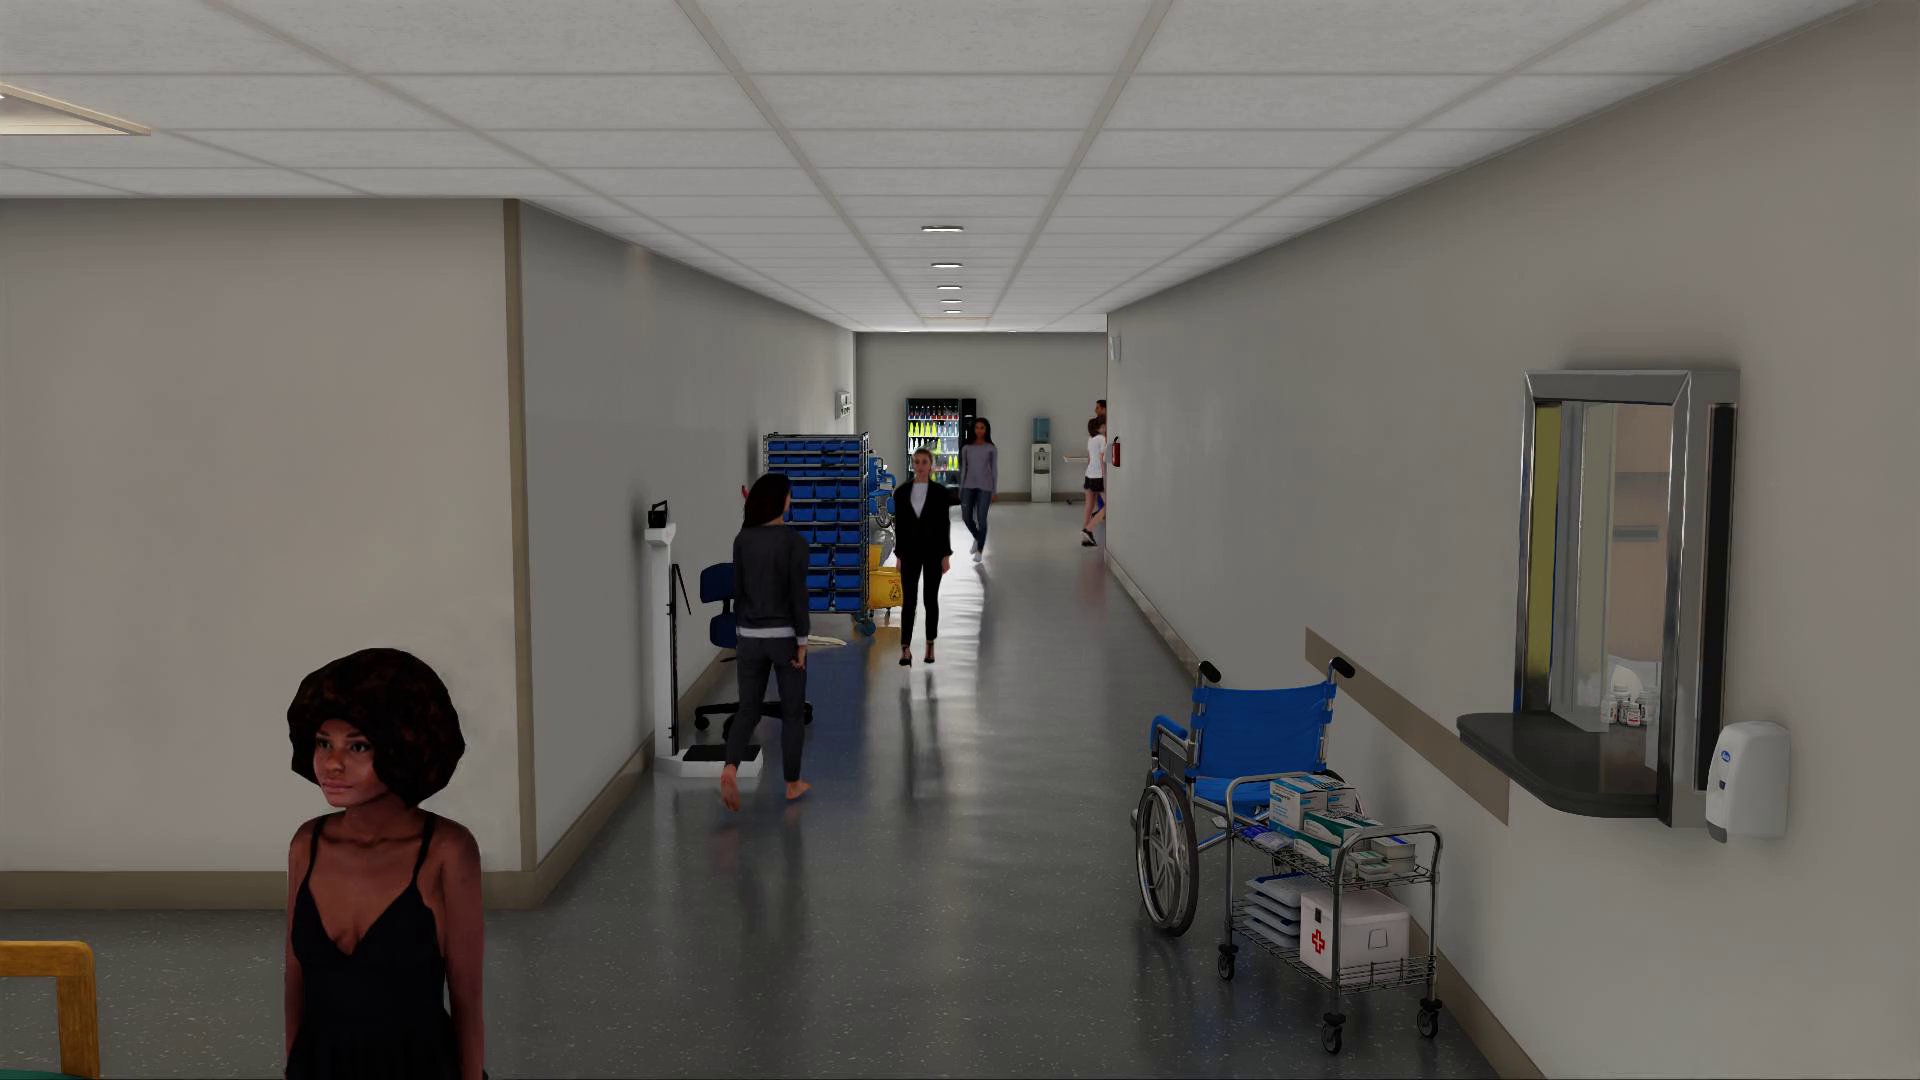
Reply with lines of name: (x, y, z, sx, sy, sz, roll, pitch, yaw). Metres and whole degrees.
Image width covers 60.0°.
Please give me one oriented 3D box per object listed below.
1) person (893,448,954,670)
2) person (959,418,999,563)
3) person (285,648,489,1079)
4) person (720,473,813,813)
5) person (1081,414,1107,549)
person: (-0.265, 0.153, 12.828, 0.925, 1.677, 0.761, 1, 6, 7)
person: (0.243, -0.605, 20.122, 0.811, 1.725, 0.813, 2, 6, 16)
person: (-1.045, 1.077, 3.139, 0.744, 1.777, 0.639, 0, 6, 4)
person: (-1.022, 0.540, 8.639, 1.007, 1.746, 0.841, 2, 6, 16)
person: (1.708, -0.736, 21.385, 0.854, 1.734, 0.815, -4, 7, -36)
